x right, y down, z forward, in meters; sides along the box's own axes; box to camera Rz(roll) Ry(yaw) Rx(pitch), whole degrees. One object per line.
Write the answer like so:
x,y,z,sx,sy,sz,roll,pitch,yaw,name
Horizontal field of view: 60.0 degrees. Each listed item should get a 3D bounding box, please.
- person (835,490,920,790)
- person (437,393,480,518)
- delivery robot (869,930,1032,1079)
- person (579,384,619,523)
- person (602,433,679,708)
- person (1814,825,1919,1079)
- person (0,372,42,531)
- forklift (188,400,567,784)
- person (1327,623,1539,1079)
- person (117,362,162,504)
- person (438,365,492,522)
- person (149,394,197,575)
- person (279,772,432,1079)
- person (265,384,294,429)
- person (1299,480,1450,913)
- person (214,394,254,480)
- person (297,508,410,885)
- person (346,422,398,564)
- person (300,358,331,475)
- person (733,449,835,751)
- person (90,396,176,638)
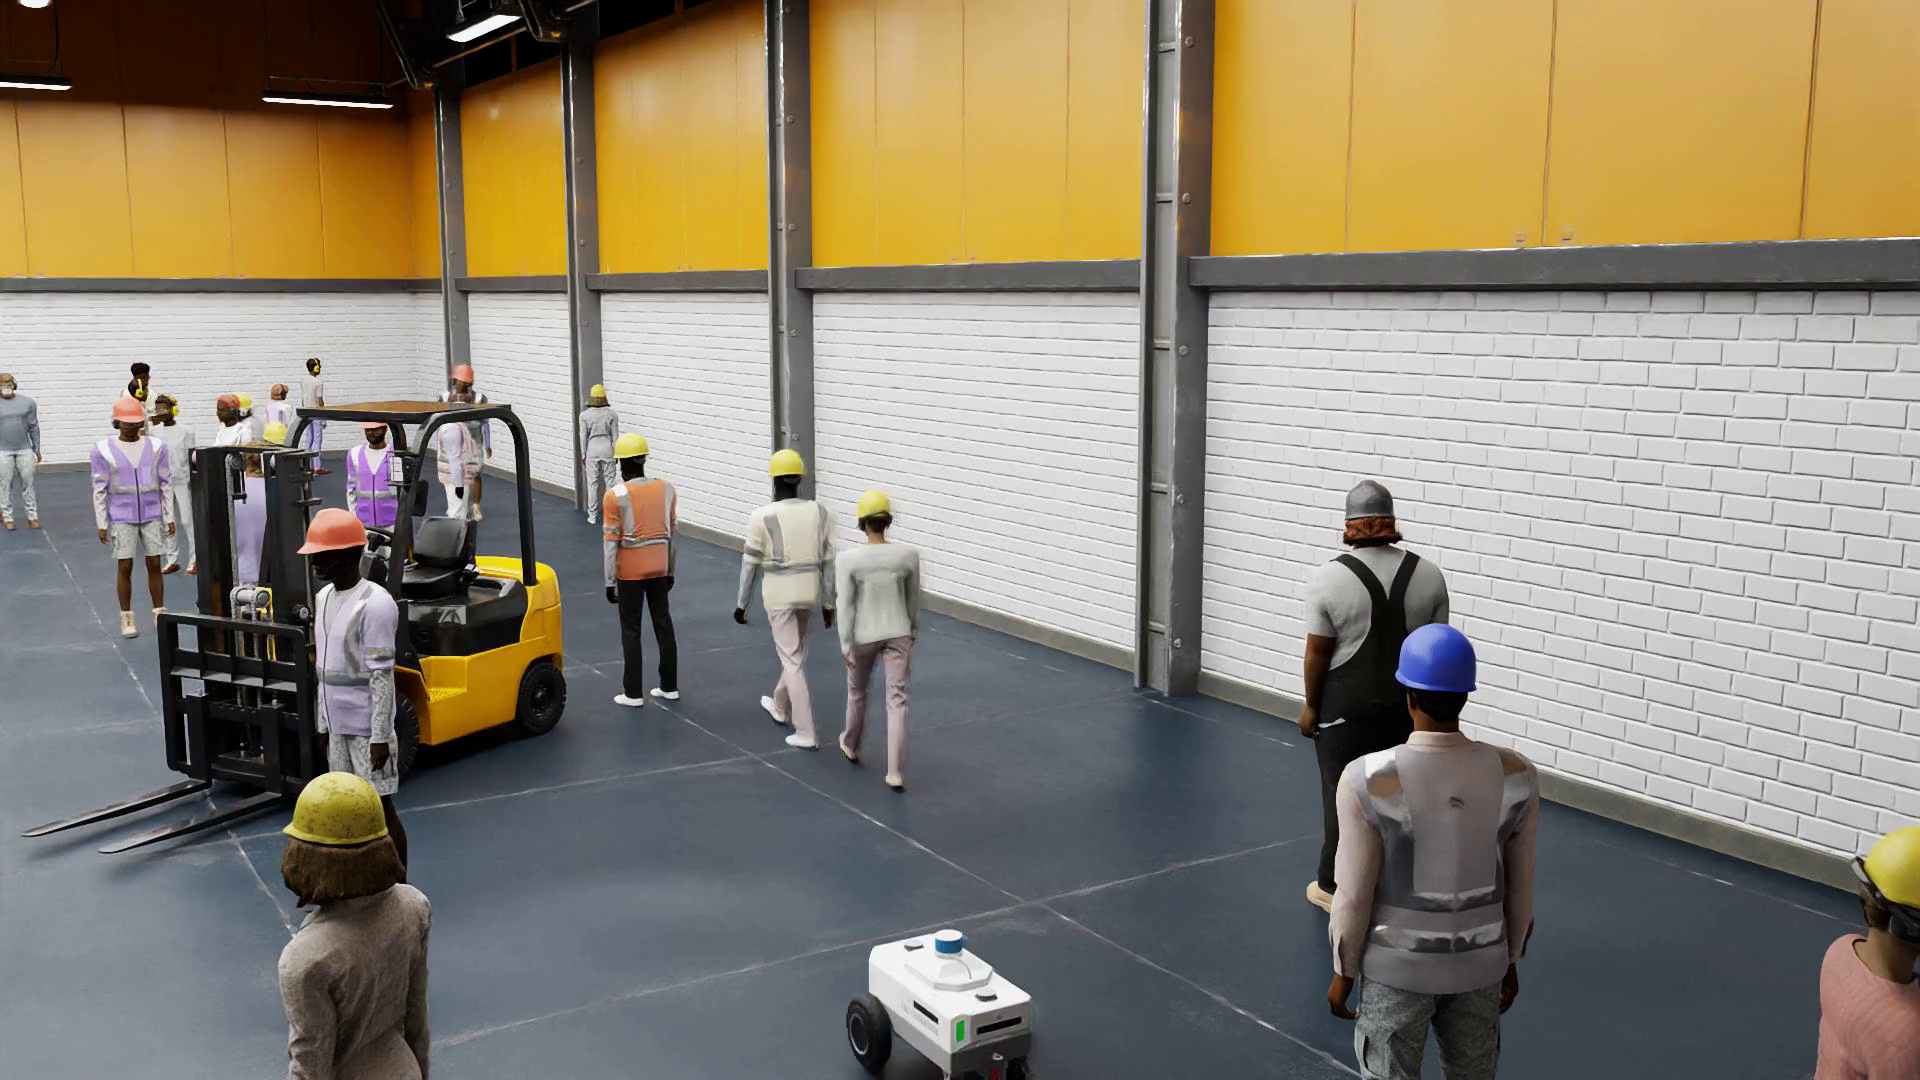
-0.495,0.564,9.883,0.532,1.724,0.900,-2,9,-13,person
-5.266,-0.621,17.488,0.429,1.836,0.633,-2,9,-16,person
-0.041,1.665,6.049,0.477,0.478,0.707,-5,10,-30,delivery robot
-4.519,-1.080,20.879,0.487,1.744,0.294,-2,9,-14,person
-2.244,0.209,11.624,0.594,1.917,0.397,-8,11,-42,person
2.022,1.470,3.660,0.336,1.757,0.532,2,9,13,person
-11.538,-1.075,20.244,0.641,1.927,0.386,-7,11,-40,person
-3.529,0.258,10.348,1.214,2.155,2.313,4,9,25,forklift
1.350,1.204,4.797,0.605,1.948,0.390,-1,9,-9,person
-10.982,-1.408,22.344,0.613,1.962,0.364,2,9,15,person
-6.326,-1.241,21.204,0.670,1.997,0.753,0,8,-2,person
-8.024,-0.561,16.999,0.520,1.861,0.322,1,9,8,person
-1.474,1.416,4.057,0.295,1.744,0.489,3,9,17,person
-9.402,-1.345,23.044,0.514,1.632,0.312,5,10,28,person
1.885,0.718,7.762,0.672,2.000,0.536,-1,9,-8,person
-7.244,-0.512,16.588,0.573,1.883,0.356,6,11,37,person
-2.744,0.816,7.502,0.544,1.932,0.375,7,11,40,person
-4.919,-0.172,14.107,0.543,1.939,0.371,0,8,-3,person
-10.271,-1.962,26.455,0.502,1.861,0.328,5,10,28,person
-1.159,0.360,10.714,0.591,1.886,0.944,-7,11,-38,person
-6.899,-0.189,13.926,0.611,2.032,0.411,-7,11,-39,person
